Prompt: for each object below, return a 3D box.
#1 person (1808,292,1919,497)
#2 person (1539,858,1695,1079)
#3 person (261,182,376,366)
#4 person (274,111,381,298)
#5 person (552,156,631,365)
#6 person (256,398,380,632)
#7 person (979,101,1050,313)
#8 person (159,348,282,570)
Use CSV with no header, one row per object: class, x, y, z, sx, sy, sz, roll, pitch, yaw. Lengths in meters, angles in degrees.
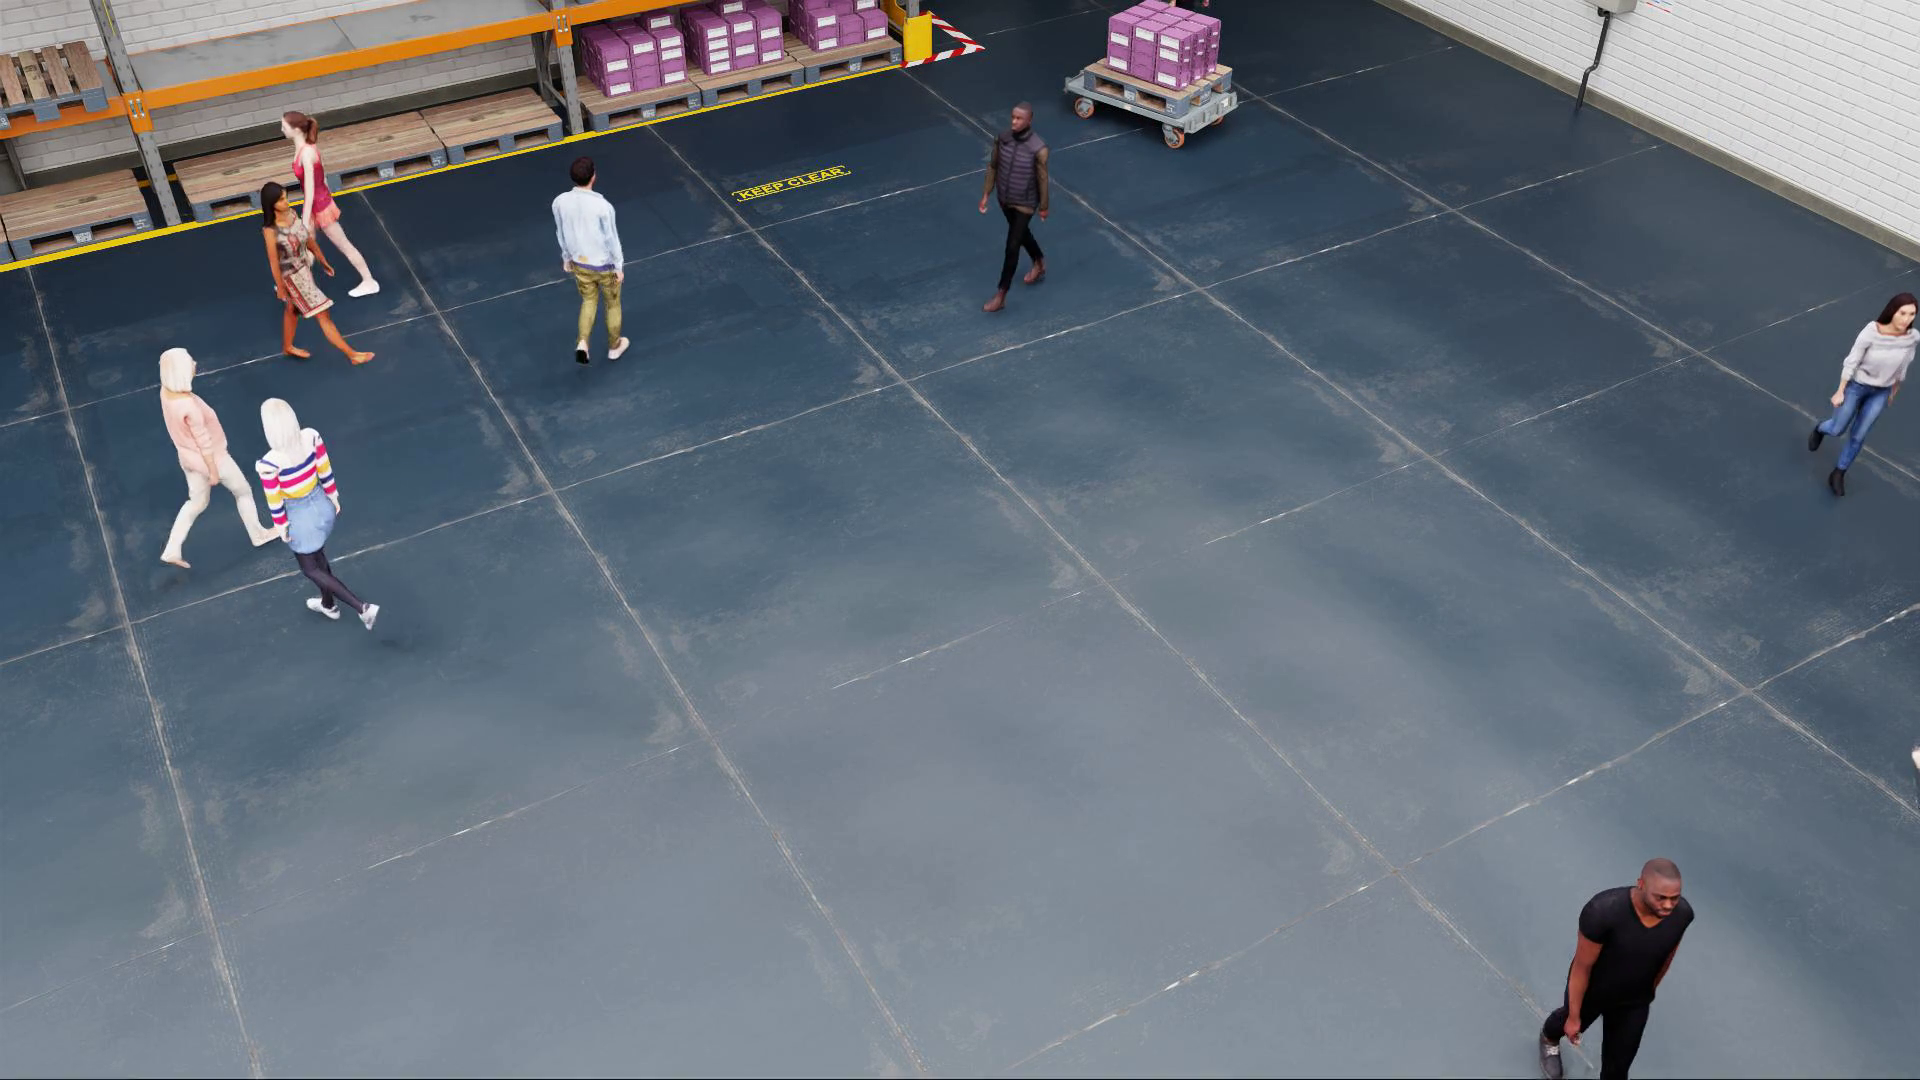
person,6.557,-1.120,12.112,0.895,1.621,0.923,4,39,5
person,3.054,2.102,7.949,1.130,1.781,1.097,2,39,2
person,-5.414,-2.119,13.380,1.172,1.600,1.029,4,39,5
person,-5.354,-2.821,14.166,1.085,1.716,0.629,-16,41,-19
person,-2.957,-2.175,13.293,0.985,1.796,1.046,10,40,12
person,-4.142,-0.123,10.729,1.006,1.788,1.033,19,42,22
person,0.548,-2.898,14.203,0.928,1.790,1.269,30,48,32
person,-5.226,-0.524,11.305,0.866,1.697,1.154,26,45,29
